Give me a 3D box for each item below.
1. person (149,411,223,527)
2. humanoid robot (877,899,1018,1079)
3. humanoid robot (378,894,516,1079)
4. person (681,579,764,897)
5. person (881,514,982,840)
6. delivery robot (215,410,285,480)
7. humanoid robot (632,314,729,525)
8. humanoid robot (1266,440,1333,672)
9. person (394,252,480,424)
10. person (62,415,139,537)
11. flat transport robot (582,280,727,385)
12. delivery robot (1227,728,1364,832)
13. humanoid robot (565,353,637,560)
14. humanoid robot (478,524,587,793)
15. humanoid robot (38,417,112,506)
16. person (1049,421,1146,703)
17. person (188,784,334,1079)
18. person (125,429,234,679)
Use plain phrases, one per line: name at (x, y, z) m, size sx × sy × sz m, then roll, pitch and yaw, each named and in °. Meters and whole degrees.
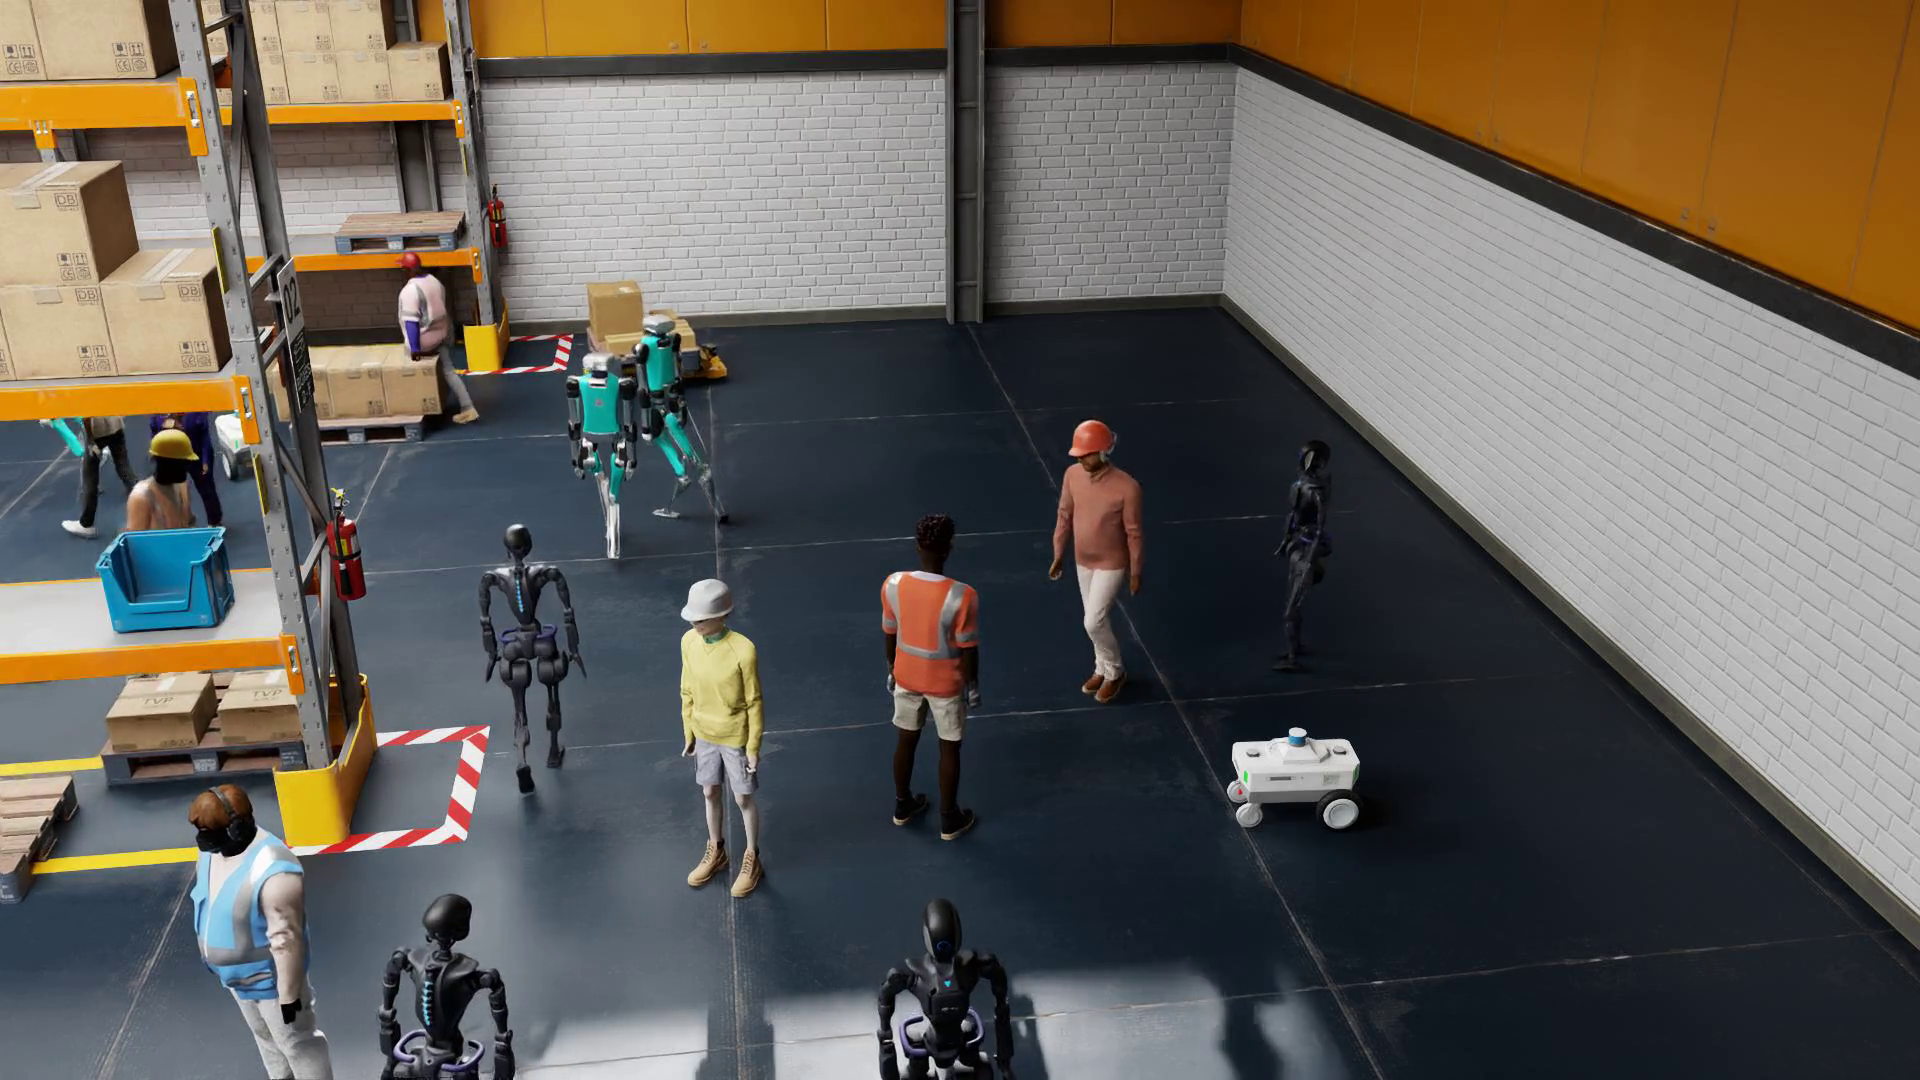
person at (-6.177, -0.653, 13.261) m, size 0.473 × 1.567 × 0.843 m, roll -5°, pitch 24°, yaw -12°
humanoid robot at (-0.030, 2.170, 6.730) m, size 0.601 × 1.634 × 0.679 m, roll -5°, pitch 24°, yaw -12°
humanoid robot at (-2.088, 2.163, 6.716) m, size 0.619 × 1.644 × 0.363 m, roll 5°, pitch 24°, yaw 12°
person at (-1.281, 1.053, 8.984) m, size 0.480 × 1.888 × 0.397 m, roll 10°, pitch 26°, yaw 22°
person at (-0.157, 0.778, 9.538) m, size 0.604 × 1.954 × 0.397 m, roll 13°, pitch 27°, yaw 26°
delivery robot at (-6.463, -0.895, 15.090) m, size 0.524 × 0.602 × 0.774 m, roll -16°, pitch 28°, yaw -33°
humanoid robot at (-2.224, -0.916, 13.743) m, size 0.829 × 1.846 × 0.550 m, roll 12°, pitch 27°, yaw 26°
humanoid robot at (2.332, 0.085, 11.442) m, size 0.385 × 1.648 × 0.602 m, roll -3°, pitch 24°, yaw -7°
person at (-5.127, -1.936, 16.017) m, size 0.921 × 1.708 × 0.636 m, roll 9°, pitch 25°, yaw 19°
person at (-7.019, -0.891, 13.483) m, size 0.773 × 1.834 × 0.523 m, roll 6°, pitch 25°, yaw 14°
flat transport robot at (-3.231, -1.830, 17.566) m, size 1.431 × 0.231 × 0.659 m, roll -8°, pitch 25°, yaw -17°
delivery robot at (2.006, 1.405, 9.864) m, size 0.803 × 0.614 × 0.499 m, roll -1°, pitch 24°, yaw -3°
humanoid robot at (-2.783, -0.703, 13.190) m, size 0.560 × 1.732 × 1.022 m, roll -1°, pitch 24°, yaw -2°
humanoid robot at (-2.581, 0.716, 10.033) m, size 0.610 × 1.628 × 0.643 m, roll -3°, pitch 24°, yaw -8°
humanoid robot at (-7.539, -1.132, 14.199) m, size 0.664 × 1.838 × 0.538 m, roll 3°, pitch 24°, yaw 6°
person at (0.910, 0.146, 10.962) m, size 0.541 × 1.964 × 0.613 m, roll -21°, pitch 31°, yaw -39°
person at (-3.036, 1.861, 7.211) m, size 0.624 × 1.837 × 0.430 m, roll 17°, pitch 29°, yaw 34°
person at (-5.220, 0.168, 11.041) m, size 0.947 × 1.852 × 0.596 m, roll -2°, pitch 24°, yaw -5°
